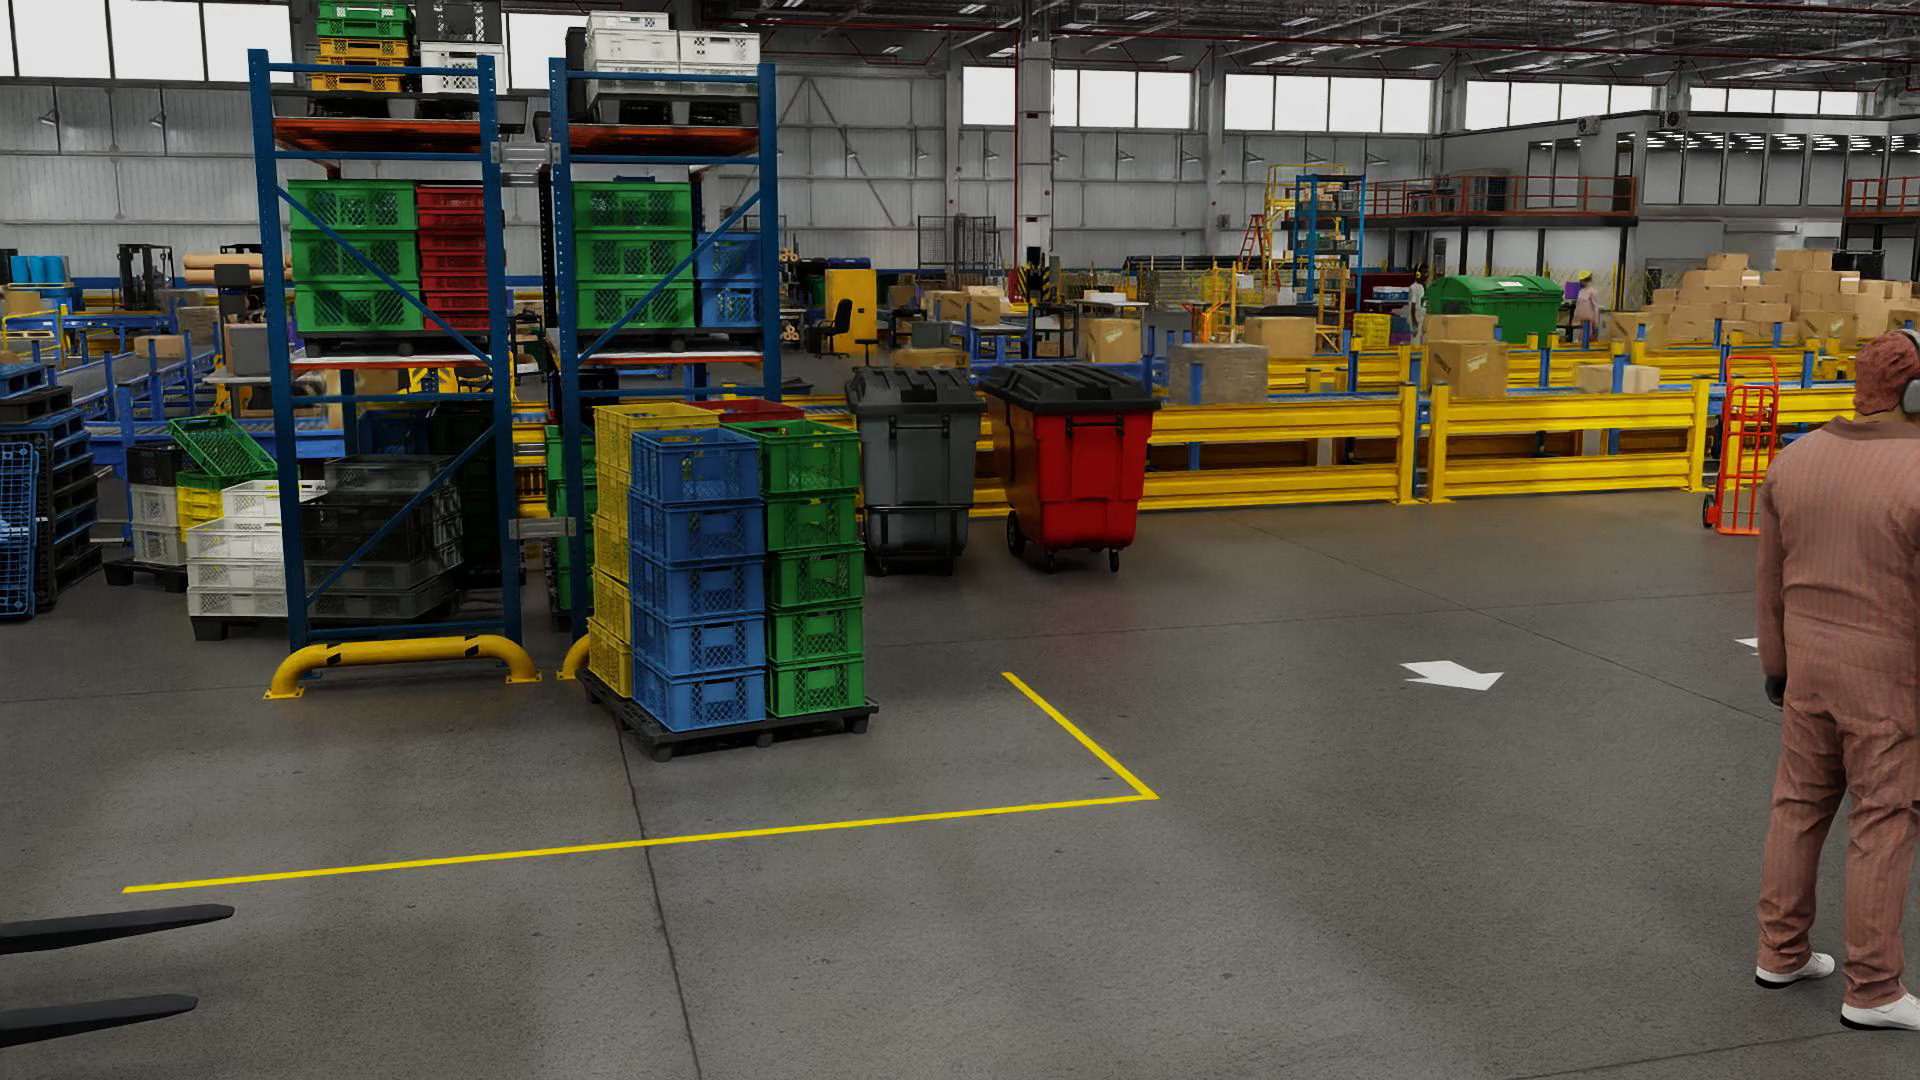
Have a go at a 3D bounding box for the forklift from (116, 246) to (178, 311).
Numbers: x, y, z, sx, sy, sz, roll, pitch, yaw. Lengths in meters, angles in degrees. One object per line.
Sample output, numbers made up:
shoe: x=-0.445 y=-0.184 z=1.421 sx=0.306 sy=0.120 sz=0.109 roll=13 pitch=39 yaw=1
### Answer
forklift: x=-19.966 y=-6.232 z=40.894 sx=1.157 sy=1.987 sz=2.680 roll=-3 pitch=10 yaw=-15

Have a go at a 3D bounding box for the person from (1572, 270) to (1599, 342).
person: x=11.193 y=-3.928 z=29.533 sx=0.789 sy=1.709 sz=0.533 roll=-1 pitch=10 yaw=-8

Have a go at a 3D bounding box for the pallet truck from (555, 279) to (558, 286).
pallet truck: x=-10.604 y=-6.375 z=44.520 sx=0.653 sy=1.274 sz=1.630 roll=-3 pitch=10 yaw=-15

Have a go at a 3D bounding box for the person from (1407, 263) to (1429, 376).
person: x=7.034 y=-3.305 z=25.528 sx=0.324 sy=1.871 sz=0.526 roll=5 pitch=11 yaw=25

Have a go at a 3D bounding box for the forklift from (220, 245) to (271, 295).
forklift: x=-17.749 y=-6.334 z=41.440 sx=1.157 sy=1.987 sz=2.680 roll=-3 pitch=10 yaw=-17

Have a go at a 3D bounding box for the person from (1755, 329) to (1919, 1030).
person: x=2.503 y=0.378 z=4.570 sx=0.407 sy=1.906 sz=0.655 roll=-4 pitch=11 yaw=-21
